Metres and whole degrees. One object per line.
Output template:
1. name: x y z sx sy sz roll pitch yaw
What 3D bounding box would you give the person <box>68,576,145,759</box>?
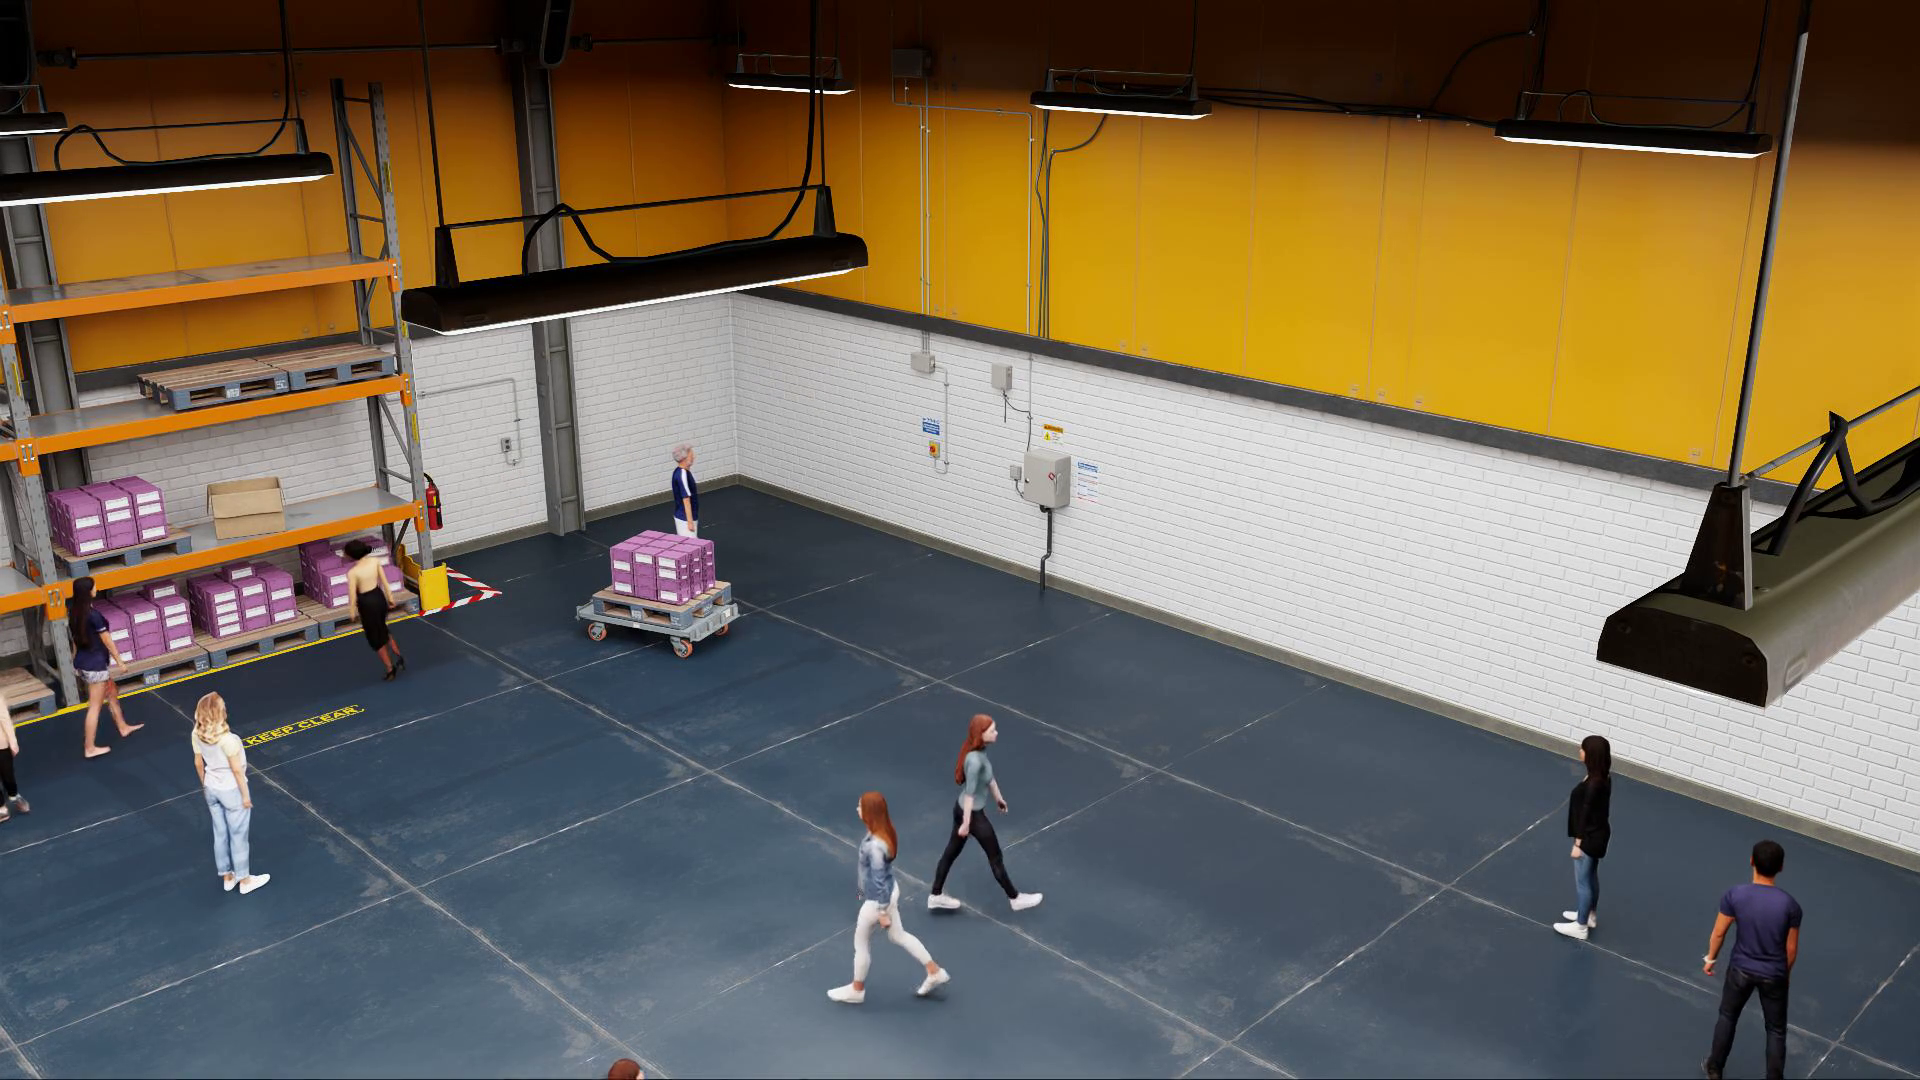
1. person: -8.229 1.232 15.644 0.674 1.742 0.926 13 23 34

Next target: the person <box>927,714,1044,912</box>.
1. person: 0.011 2.163 12.963 1.153 1.688 1.074 -1 19 -2

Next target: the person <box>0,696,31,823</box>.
1. person: -8.386 1.791 14.421 0.732 1.463 0.796 -5 19 -13

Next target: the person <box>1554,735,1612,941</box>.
1. person: 4.833 2.262 12.736 0.653 1.645 0.524 11 22 30

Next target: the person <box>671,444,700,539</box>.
1. person: -3.291 -0.275 19.965 0.714 1.838 0.719 -6 19 -16

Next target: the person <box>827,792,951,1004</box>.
1. person: -0.471 2.557 11.820 1.093 1.671 1.109 3 19 7

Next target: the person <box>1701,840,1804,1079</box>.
1. person: 5.191 2.821 10.885 0.907 1.768 0.842 10 21 27

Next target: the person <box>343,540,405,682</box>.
1. person: -6.082 0.736 17.316 0.787 1.613 0.624 15 24 38

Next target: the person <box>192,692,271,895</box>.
1. person: -5.885 2.023 13.323 0.702 1.723 0.691 7 20 20
